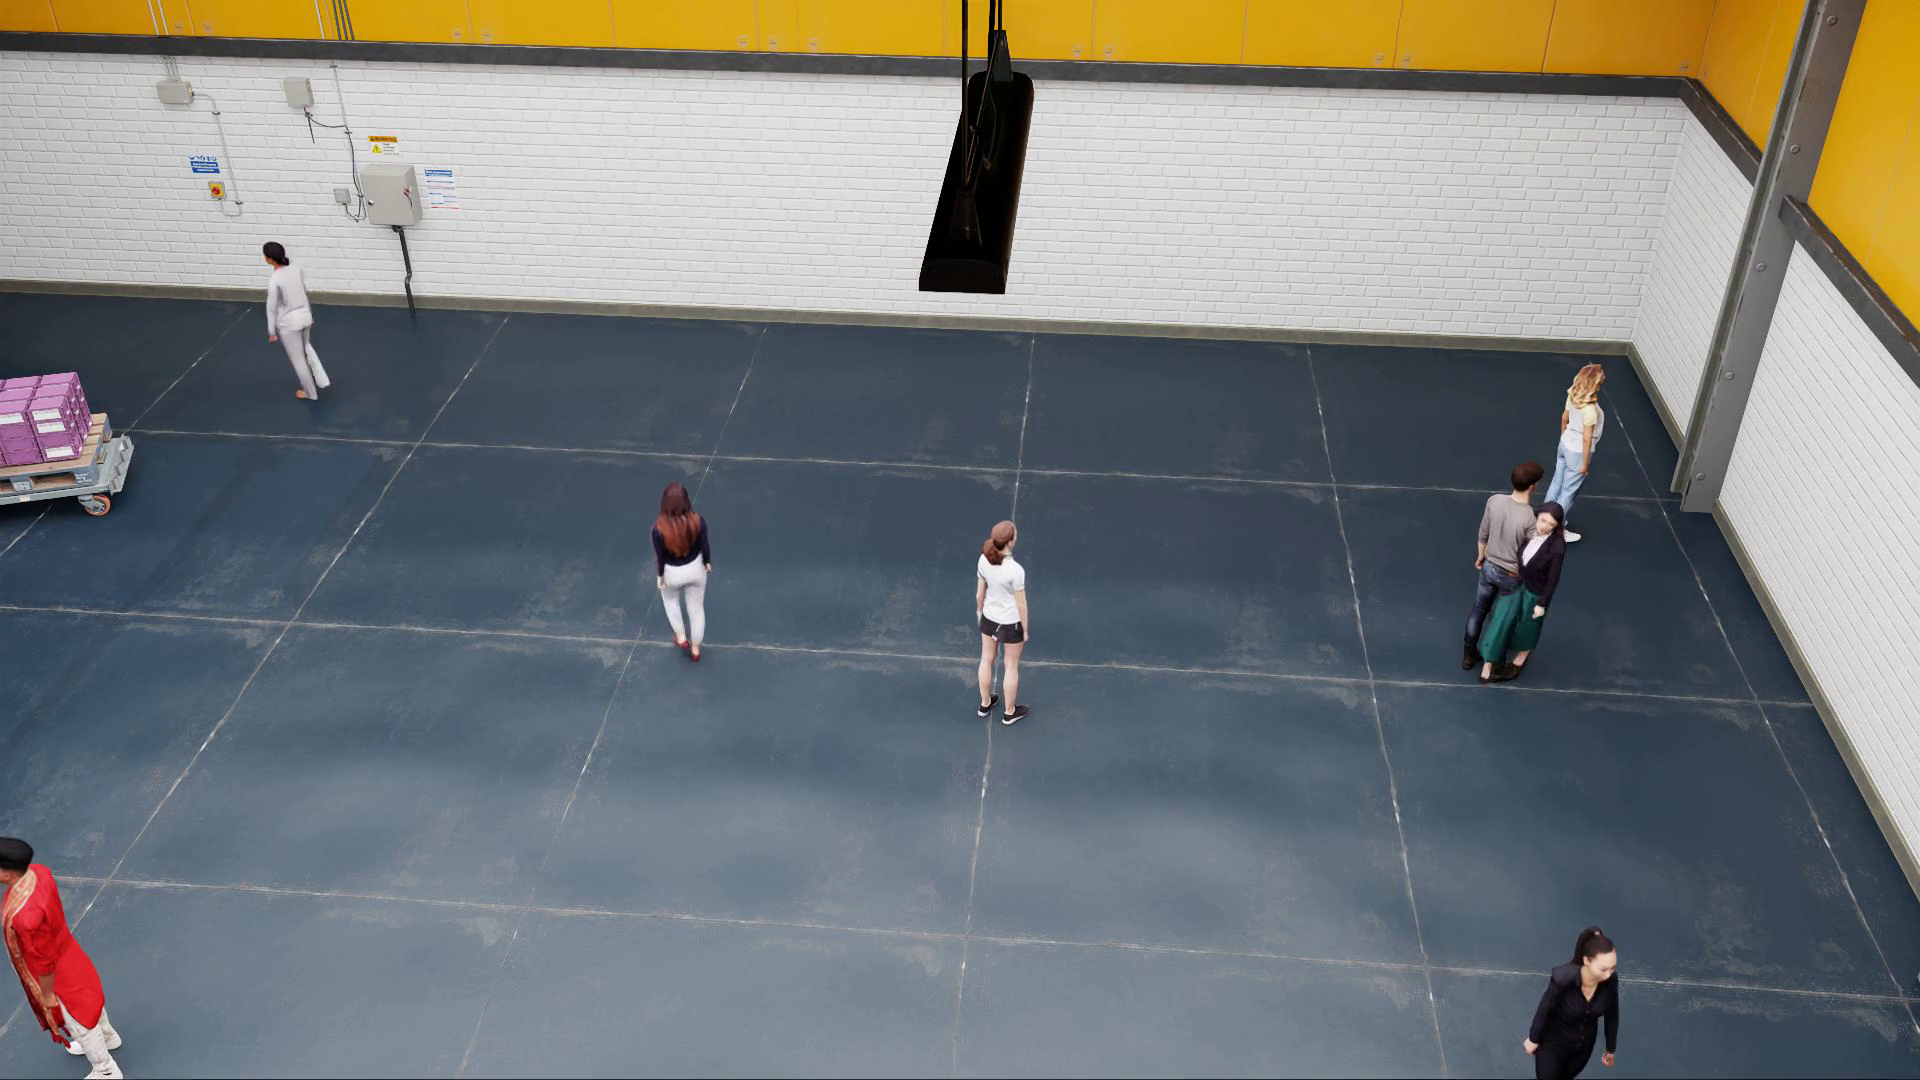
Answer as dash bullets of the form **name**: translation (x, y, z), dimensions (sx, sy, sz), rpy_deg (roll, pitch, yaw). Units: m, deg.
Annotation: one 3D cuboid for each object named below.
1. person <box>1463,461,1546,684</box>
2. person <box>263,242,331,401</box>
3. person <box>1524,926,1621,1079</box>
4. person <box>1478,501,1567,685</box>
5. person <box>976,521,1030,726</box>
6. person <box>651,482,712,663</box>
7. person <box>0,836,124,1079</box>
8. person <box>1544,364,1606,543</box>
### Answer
- **person**: translation (4.226, 0.245, 12.923), dimensions (0.819, 1.903, 0.743), rpy_deg (-22, 40, -30)
- **person**: translation (-6.644, -2.188, 16.743), dimensions (0.800, 1.728, 0.648), rpy_deg (13, 36, 19)
- **person**: translation (3.351, 2.775, 9.301), dimensions (0.691, 1.700, 0.716), rpy_deg (-5, 34, -8)
- **person**: translation (4.431, 0.370, 12.918), dimensions (0.964, 1.702, 0.893), rpy_deg (-20, 39, -27)
- **person**: translation (0.313, 0.614, 12.506), dimensions (0.663, 1.751, 0.677), rpy_deg (19, 38, 26)
- **person**: translation (-2.177, 0.293, 13.128), dimensions (0.701, 1.596, 0.716), rpy_deg (-11, 35, -16)
- **person**: translation (-5.244, 2.428, 9.656), dimensions (0.831, 1.884, 0.700), rpy_deg (-13, 36, -18)
- **person**: translation (5.397, -0.772, 14.616), dimensions (0.738, 1.723, 0.575), rpy_deg (-5, 34, -8)
